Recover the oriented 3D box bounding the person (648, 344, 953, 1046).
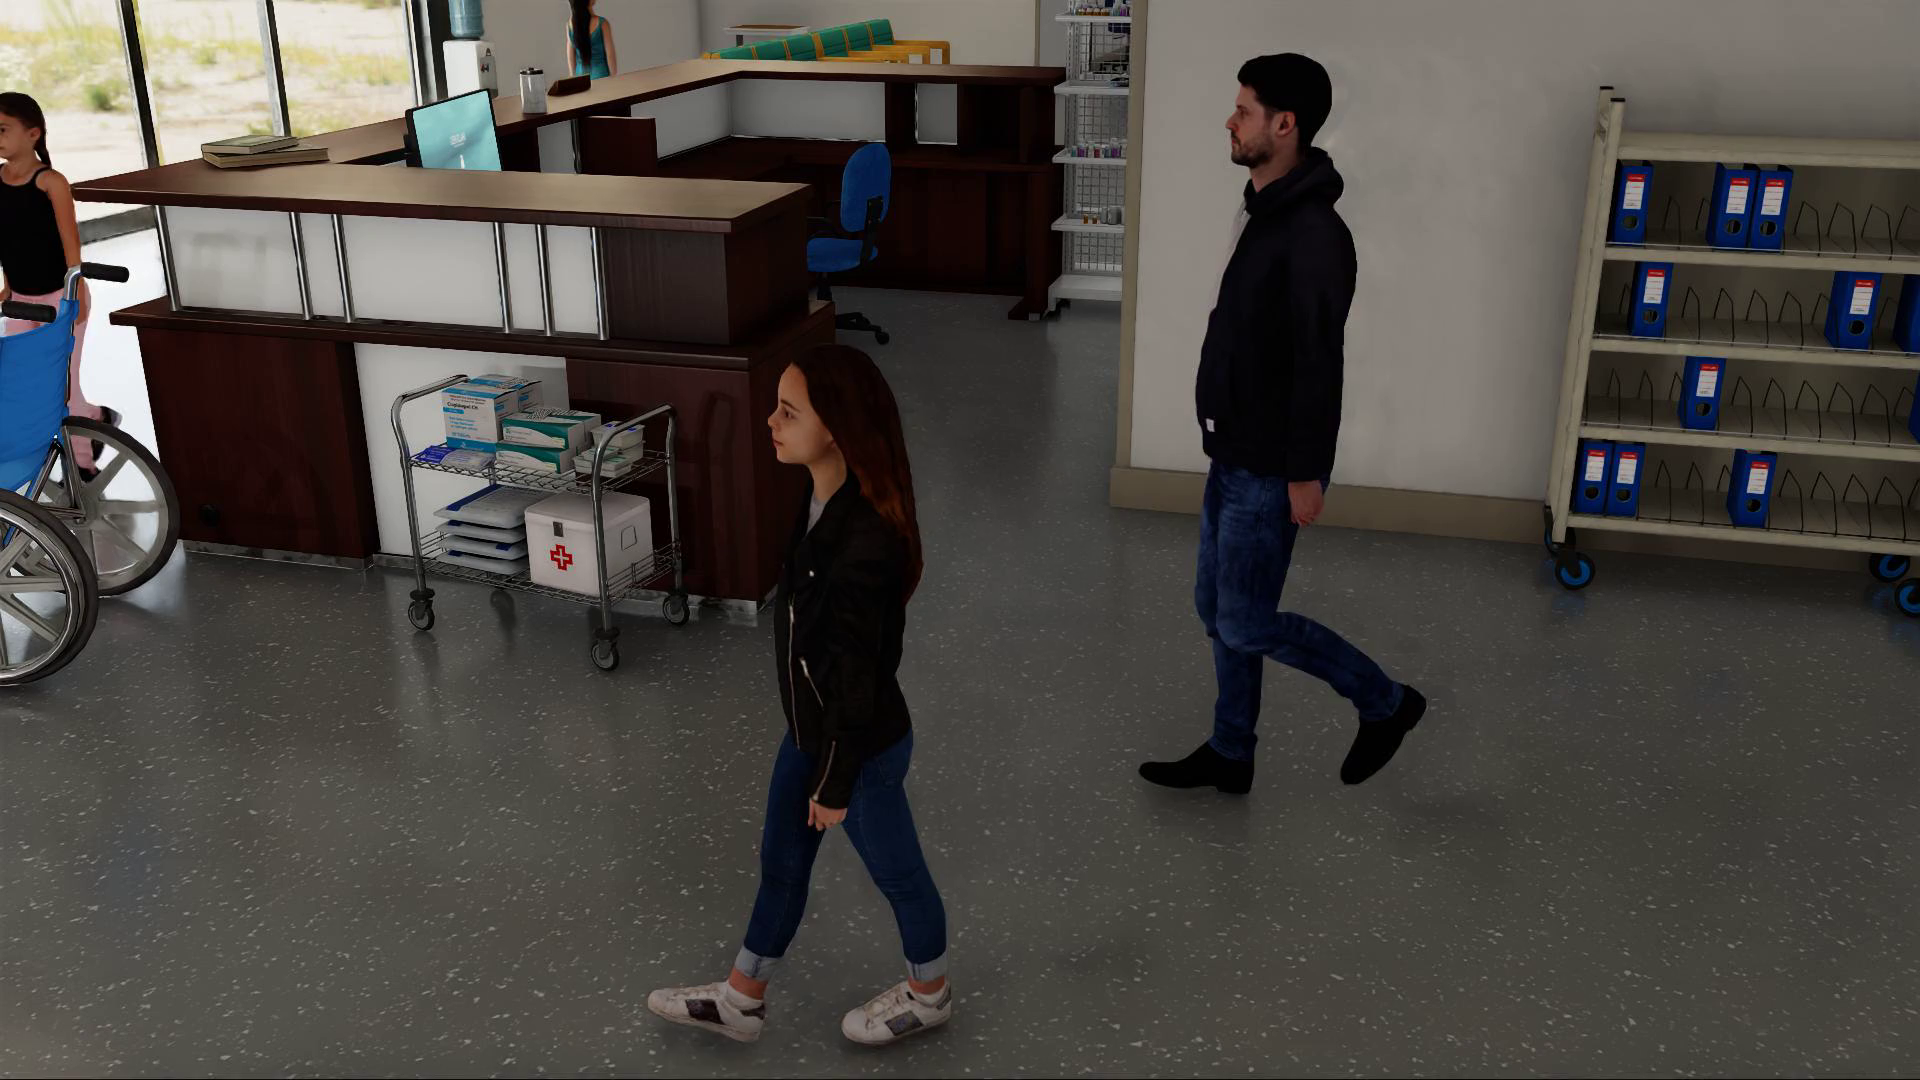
[{"bbox_3d":[-0.148,0.342,3.191,0.953,1.462,0.853,-7,22,-19],"label":"person"}]

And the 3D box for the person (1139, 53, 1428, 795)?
[{"bbox_3d":[0.832,-0.204,4.047,1.019,1.875,0.819,0,21,1],"label":"person"}]

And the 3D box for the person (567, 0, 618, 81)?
[{"bbox_3d":[-2.933,-3.608,13.302,0.435,1.687,0.628,4,21,11],"label":"person"}]

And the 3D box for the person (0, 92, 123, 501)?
[{"bbox_3d":[-3.504,-0.949,6.466,0.682,1.556,0.620,7,22,18],"label":"person"}]
